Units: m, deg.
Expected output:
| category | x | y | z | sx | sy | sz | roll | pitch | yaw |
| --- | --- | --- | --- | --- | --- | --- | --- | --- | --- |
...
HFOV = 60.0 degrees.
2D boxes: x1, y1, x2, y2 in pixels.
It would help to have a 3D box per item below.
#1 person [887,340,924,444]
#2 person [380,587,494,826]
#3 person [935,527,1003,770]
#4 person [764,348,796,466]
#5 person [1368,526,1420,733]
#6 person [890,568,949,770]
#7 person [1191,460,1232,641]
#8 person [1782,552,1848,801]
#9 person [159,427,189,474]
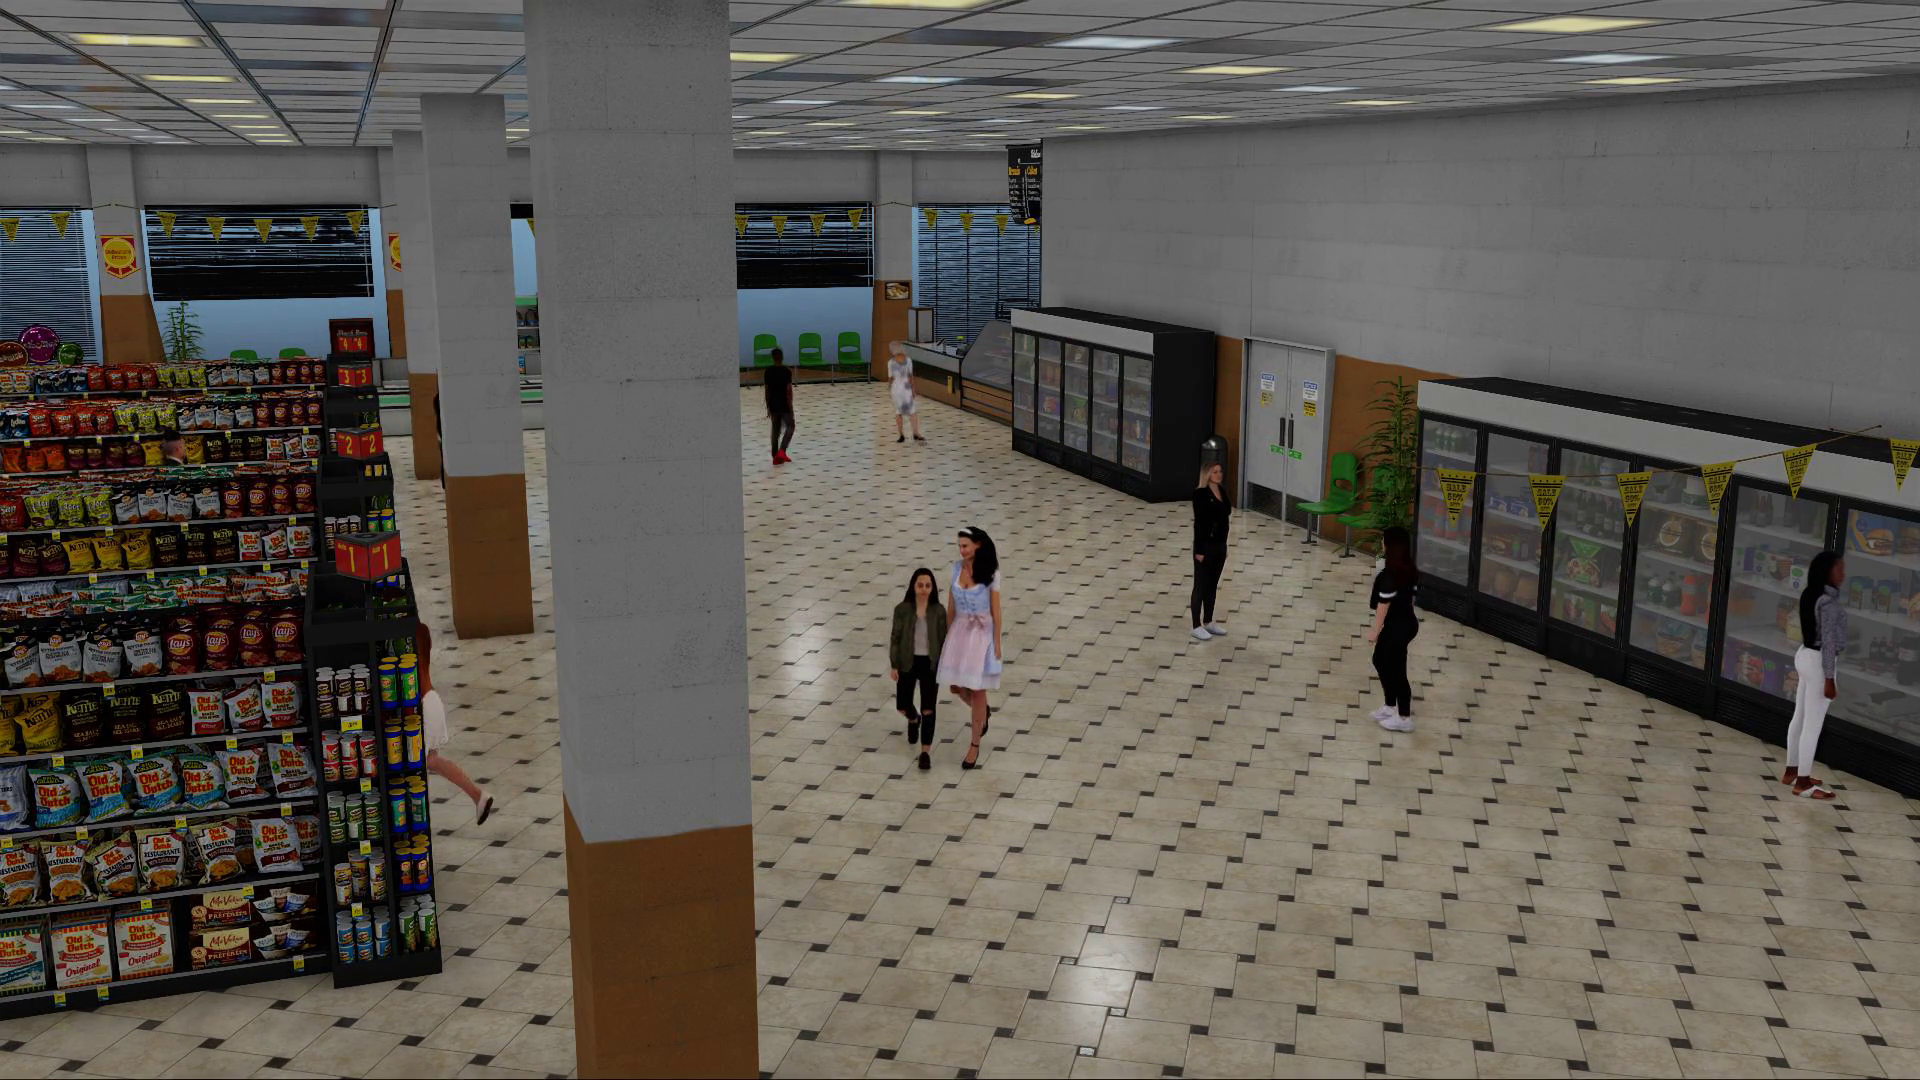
| category | x | y | z | sx | sy | sz | roll | pitch | yaw |
| --- | --- | --- | --- | --- | --- | --- | --- | --- | --- |
| person | -0.933 | -2.449 | 27.676 | 0.665 | 1.713 | 0.872 | 2 | 12 | 9 |
| person | -3.410 | 1.129 | 10.732 | 1.063 | 1.693 | 0.878 | 1 | 12 | 3 |
| person | 0.135 | 0.771 | 12.189 | 0.928 | 1.794 | 0.985 | 5 | 13 | 23 |
| person | -2.806 | -2.025 | 25.473 | 0.771 | 1.792 | 0.837 | 5 | 13 | 23 |
| person | 3.466 | 0.706 | 12.901 | 0.783 | 1.627 | 0.706 | 8 | 14 | 33 |
| person | -0.305 | 0.921 | 12.270 | 0.877 | 1.467 | 0.838 | 0 | 12 | 2 |
| person | 2.348 | 0.082 | 15.723 | 0.612 | 1.687 | 0.740 | -12 | 17 | -44 |
| person | 5.984 | 0.925 | 11.631 | 0.694 | 1.723 | 0.675 | 3 | 12 | 13 |
| person | -7.648 | -0.097 | 16.025 | 1.286 | 1.913 | 0.891 | -8 | 14 | -32 |
